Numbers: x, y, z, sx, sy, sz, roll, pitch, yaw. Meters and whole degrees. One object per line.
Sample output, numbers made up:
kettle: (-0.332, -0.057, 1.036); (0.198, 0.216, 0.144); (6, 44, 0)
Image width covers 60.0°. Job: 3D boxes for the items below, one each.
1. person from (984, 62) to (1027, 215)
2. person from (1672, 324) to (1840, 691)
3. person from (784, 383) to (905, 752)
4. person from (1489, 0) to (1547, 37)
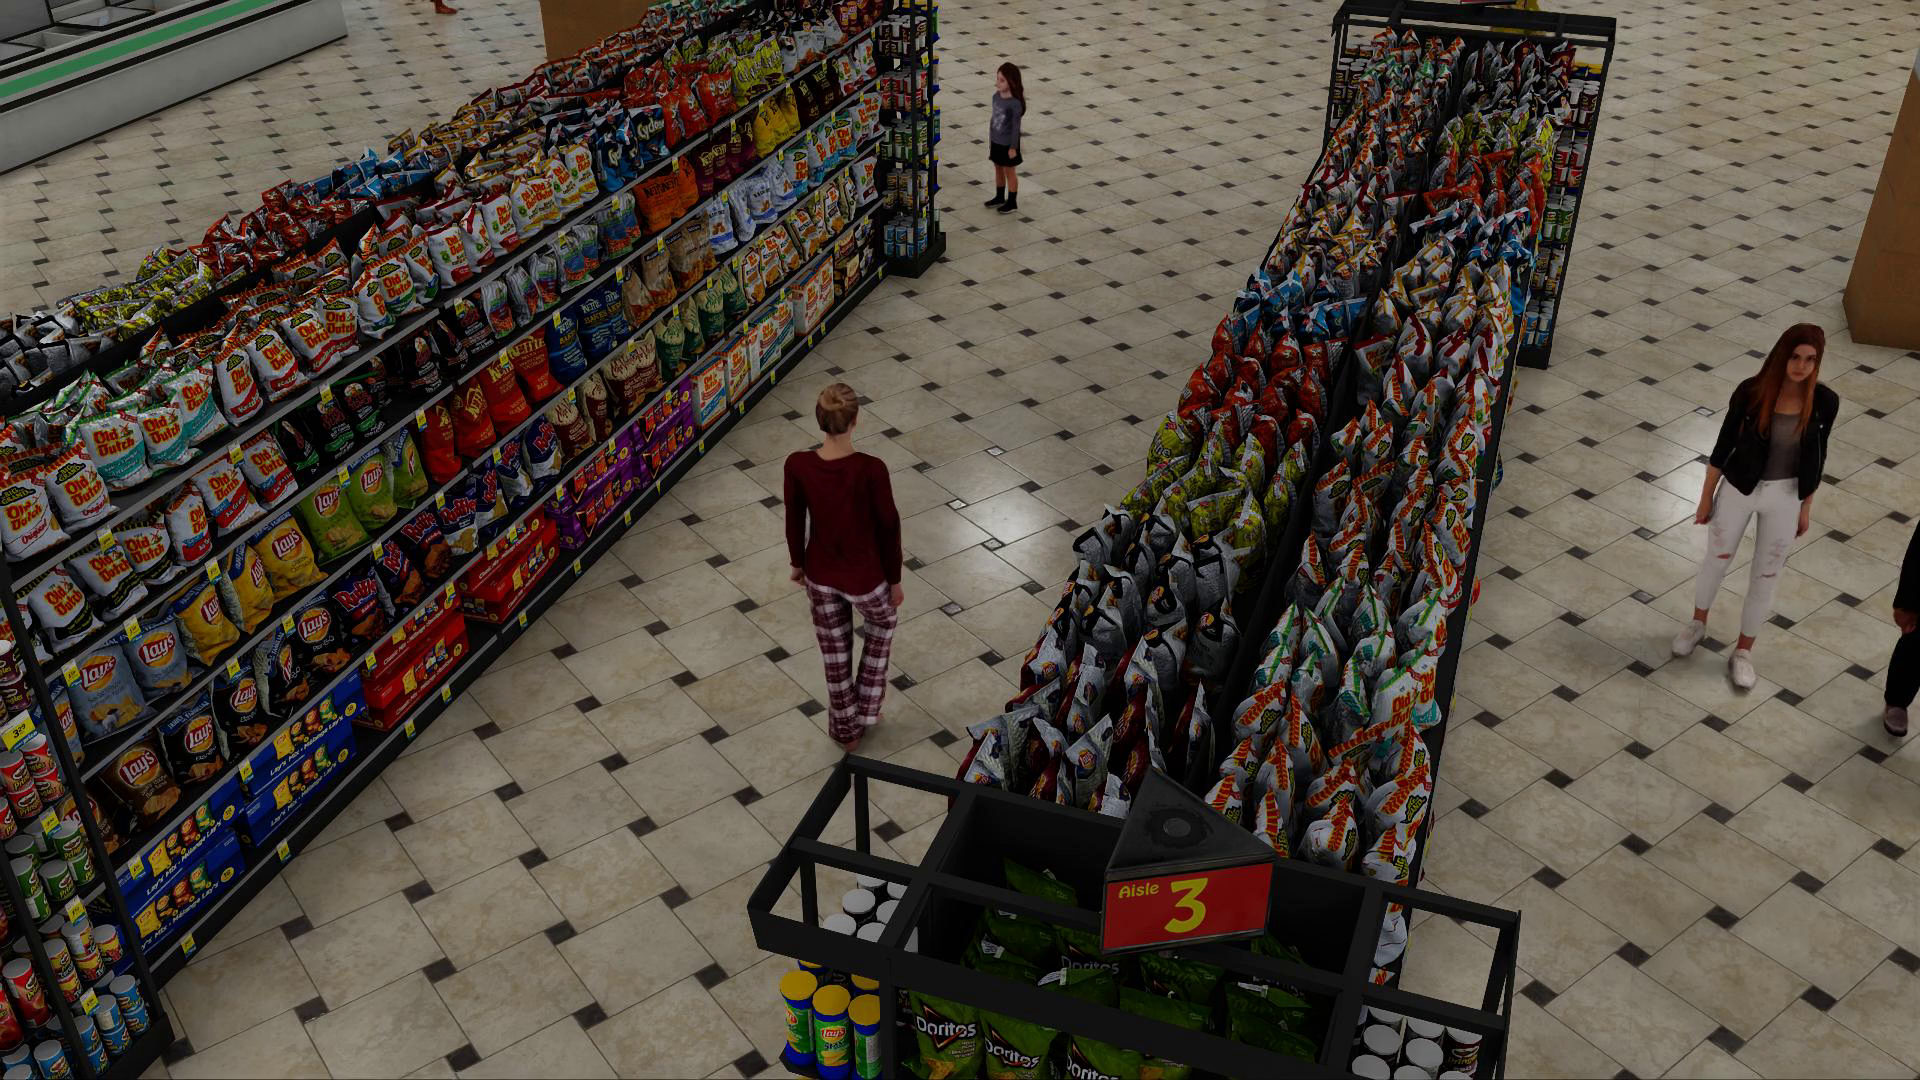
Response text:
person: (0.353, -2.971, 12.257); (0.596, 1.106, 0.553); (-19, 37, -28)
person: (3.471, -0.191, 7.234); (0.604, 1.693, 0.659); (14, 34, 21)
person: (-0.469, 0.165, 6.662); (0.688, 1.694, 0.650); (5, 32, 8)
person: (5.250, -5.230, 15.378); (0.947, 1.645, 0.990); (-22, 38, -31)
